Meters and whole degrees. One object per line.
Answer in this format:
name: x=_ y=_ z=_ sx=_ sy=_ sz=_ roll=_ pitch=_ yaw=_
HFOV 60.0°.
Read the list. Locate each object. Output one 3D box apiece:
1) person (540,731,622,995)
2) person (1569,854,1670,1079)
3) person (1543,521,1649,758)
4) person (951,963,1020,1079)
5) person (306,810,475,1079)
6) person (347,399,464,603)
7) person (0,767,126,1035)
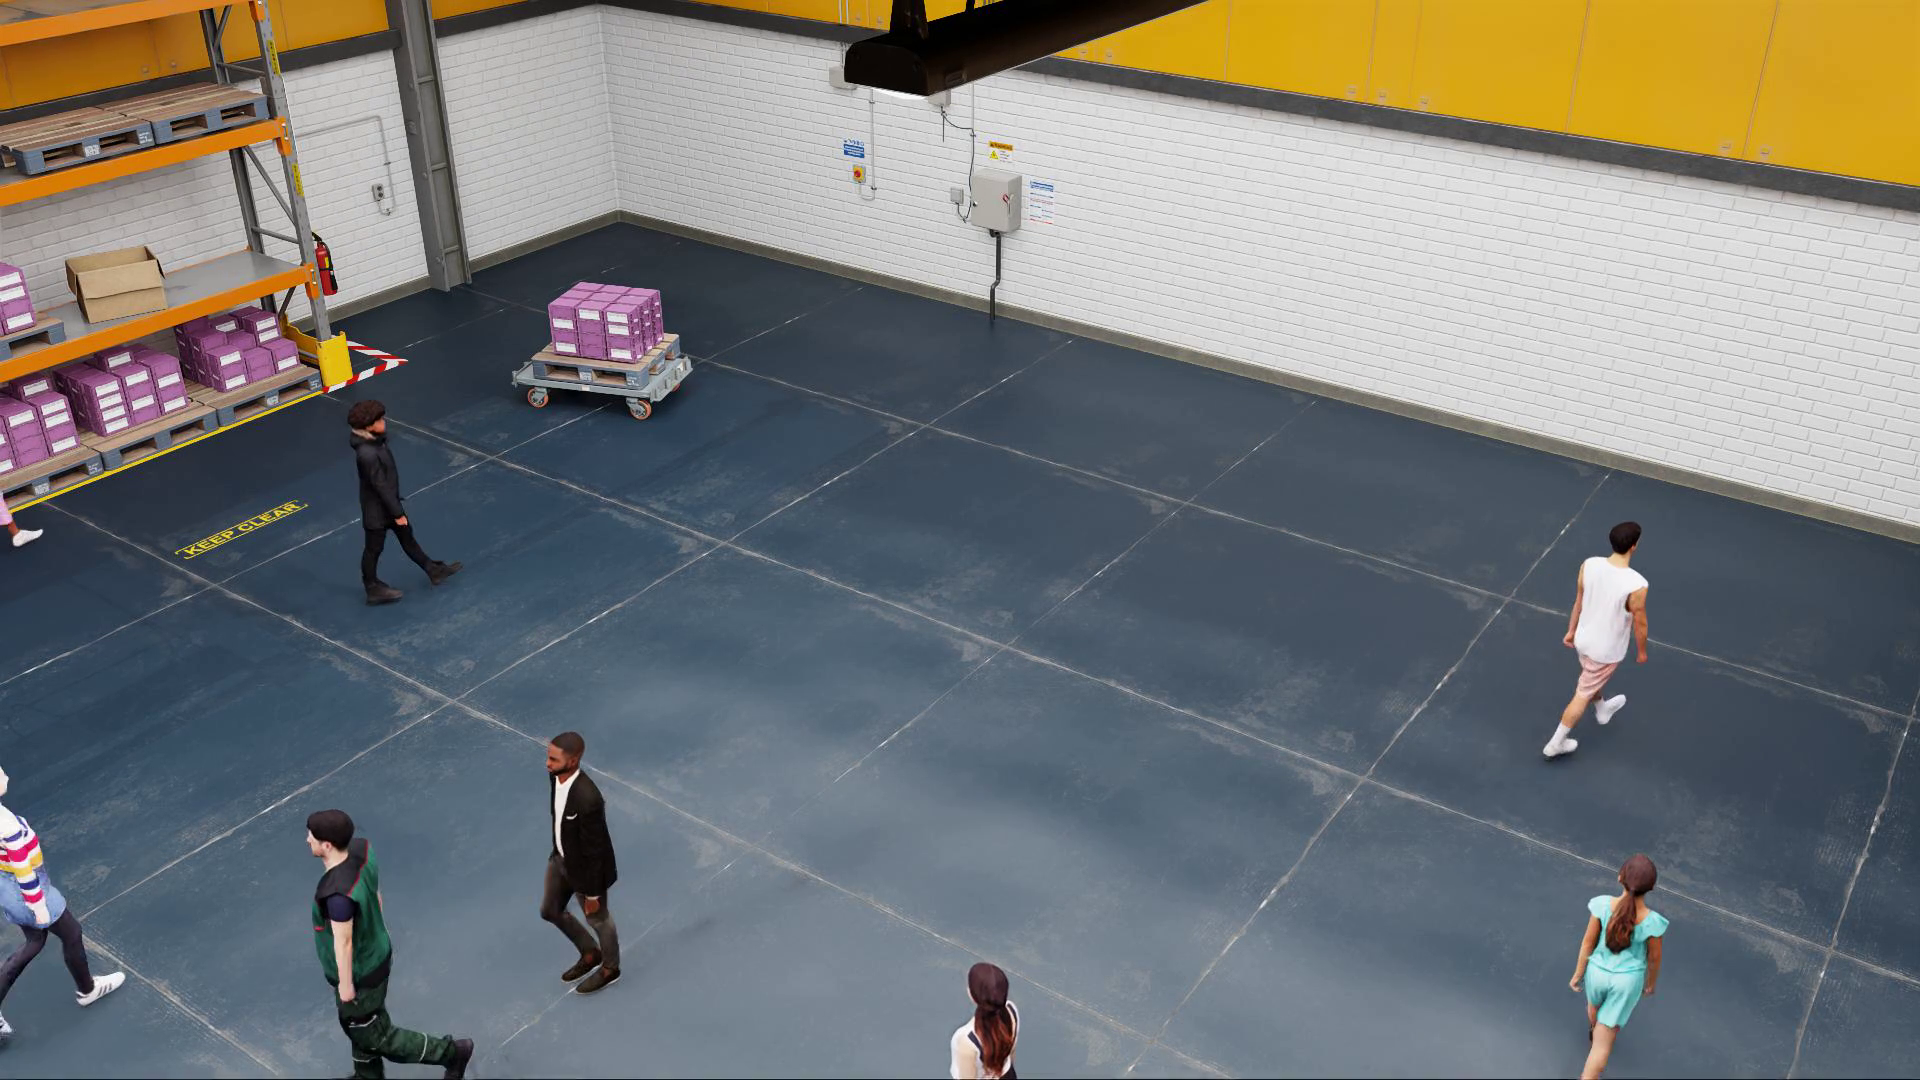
person: x=-2.066 y=1.808 z=9.422 sx=0.722 sy=1.794 sz=0.752 roll=-22 pitch=35 yaw=-34
person: x=3.409 y=2.350 z=8.719 sx=0.567 sy=1.515 sz=1.024 roll=17 pitch=33 yaw=29
person: x=4.348 y=0.742 z=11.441 sx=1.221 sy=1.732 sz=0.938 roll=-17 pitch=33 yaw=-28
person: x=0.132 y=2.690 z=7.957 sx=0.616 sy=1.649 sz=0.451 roll=21 pitch=35 yaw=33
person: x=-3.026 y=2.190 z=8.629 sx=1.152 sy=1.882 sz=1.089 roll=-5 pitch=29 yaw=-9
person: x=-4.718 y=-0.272 z=13.290 sx=1.117 sy=1.742 sz=1.023 roll=-7 pitch=29 yaw=-13
person: x=-5.211 y=1.972 z=9.129 sx=0.692 sy=1.787 sz=1.035 roll=22 pitch=35 yaw=34
